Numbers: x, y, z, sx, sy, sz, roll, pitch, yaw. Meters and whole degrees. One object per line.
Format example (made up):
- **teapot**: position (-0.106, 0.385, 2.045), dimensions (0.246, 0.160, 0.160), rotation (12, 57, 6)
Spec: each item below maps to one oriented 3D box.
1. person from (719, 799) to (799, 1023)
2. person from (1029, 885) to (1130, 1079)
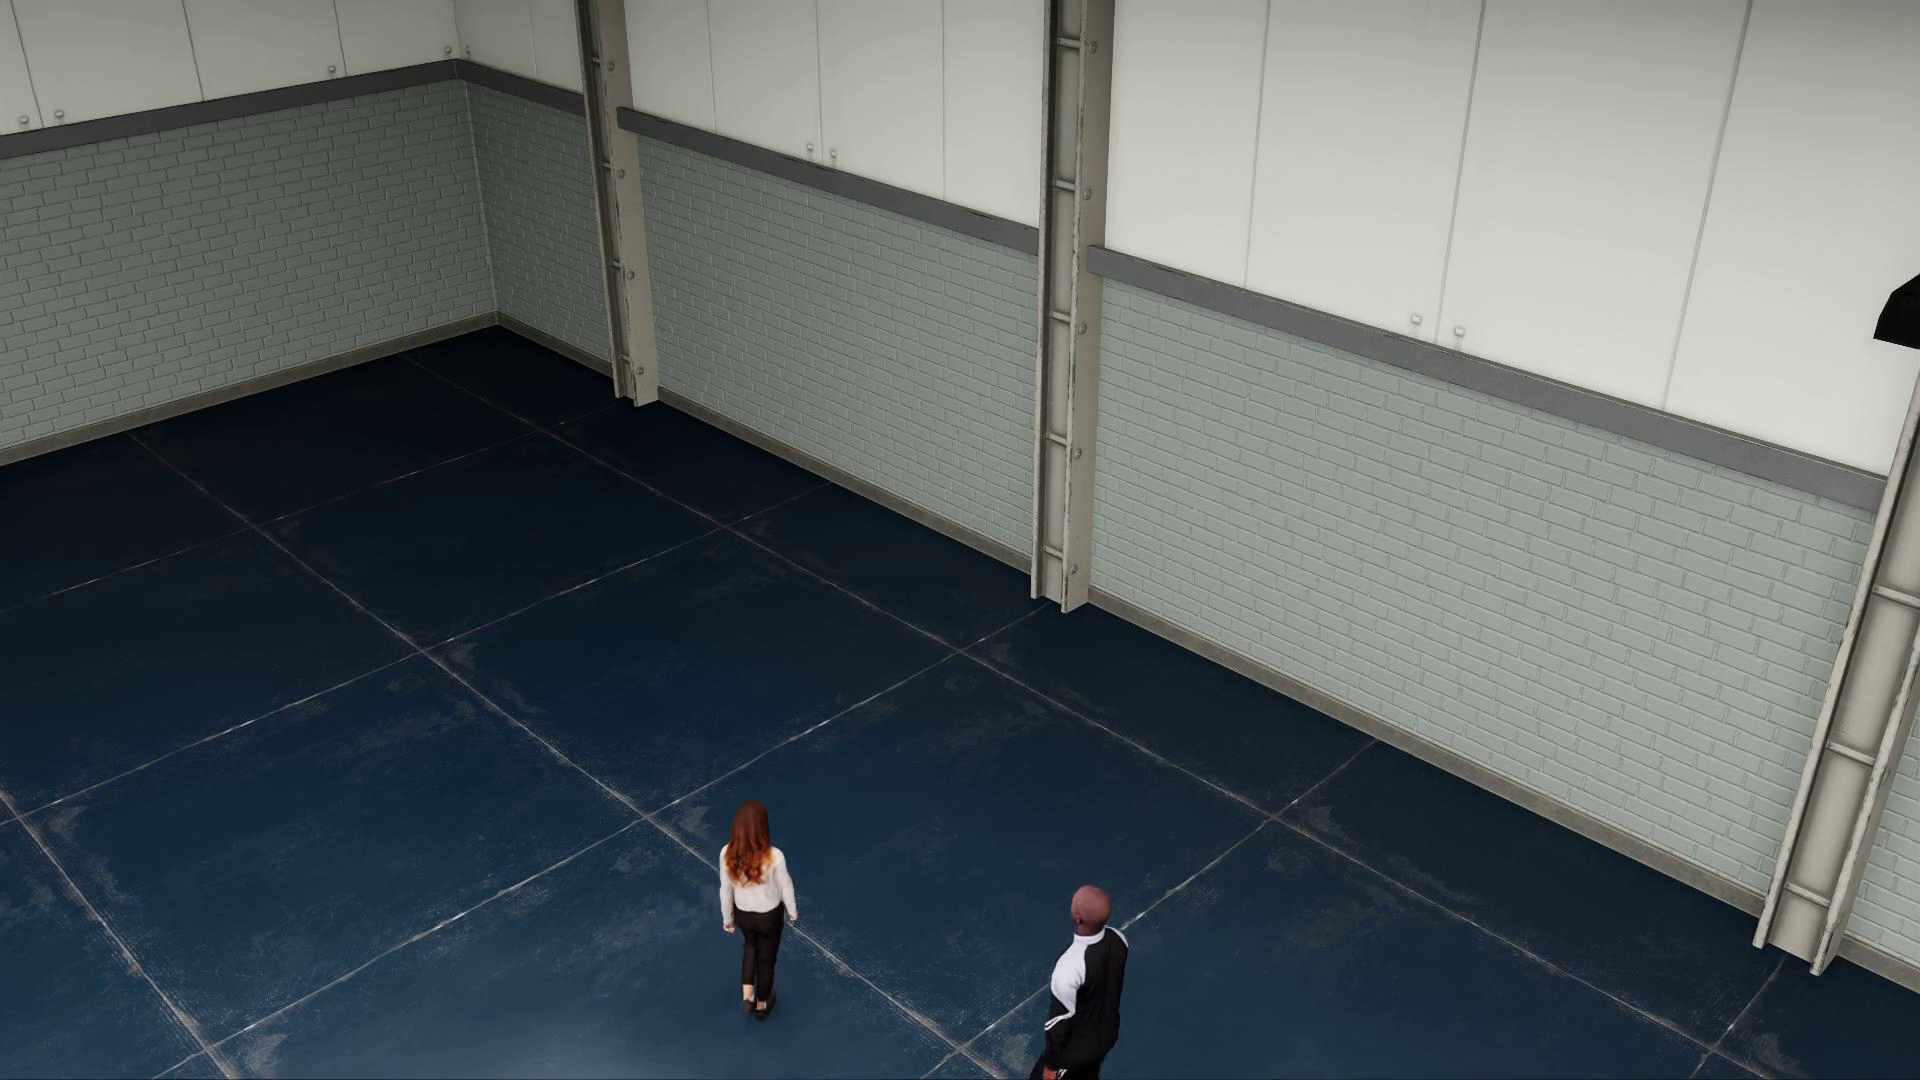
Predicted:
- **person**: position (-1.137, 2.111, 9.221), dimensions (0.624, 1.476, 0.705), rotation (6, 29, 11)
- **person**: position (0.653, 2.482, 8.163), dimensions (0.683, 1.815, 0.711), rotation (-24, 36, -37)
